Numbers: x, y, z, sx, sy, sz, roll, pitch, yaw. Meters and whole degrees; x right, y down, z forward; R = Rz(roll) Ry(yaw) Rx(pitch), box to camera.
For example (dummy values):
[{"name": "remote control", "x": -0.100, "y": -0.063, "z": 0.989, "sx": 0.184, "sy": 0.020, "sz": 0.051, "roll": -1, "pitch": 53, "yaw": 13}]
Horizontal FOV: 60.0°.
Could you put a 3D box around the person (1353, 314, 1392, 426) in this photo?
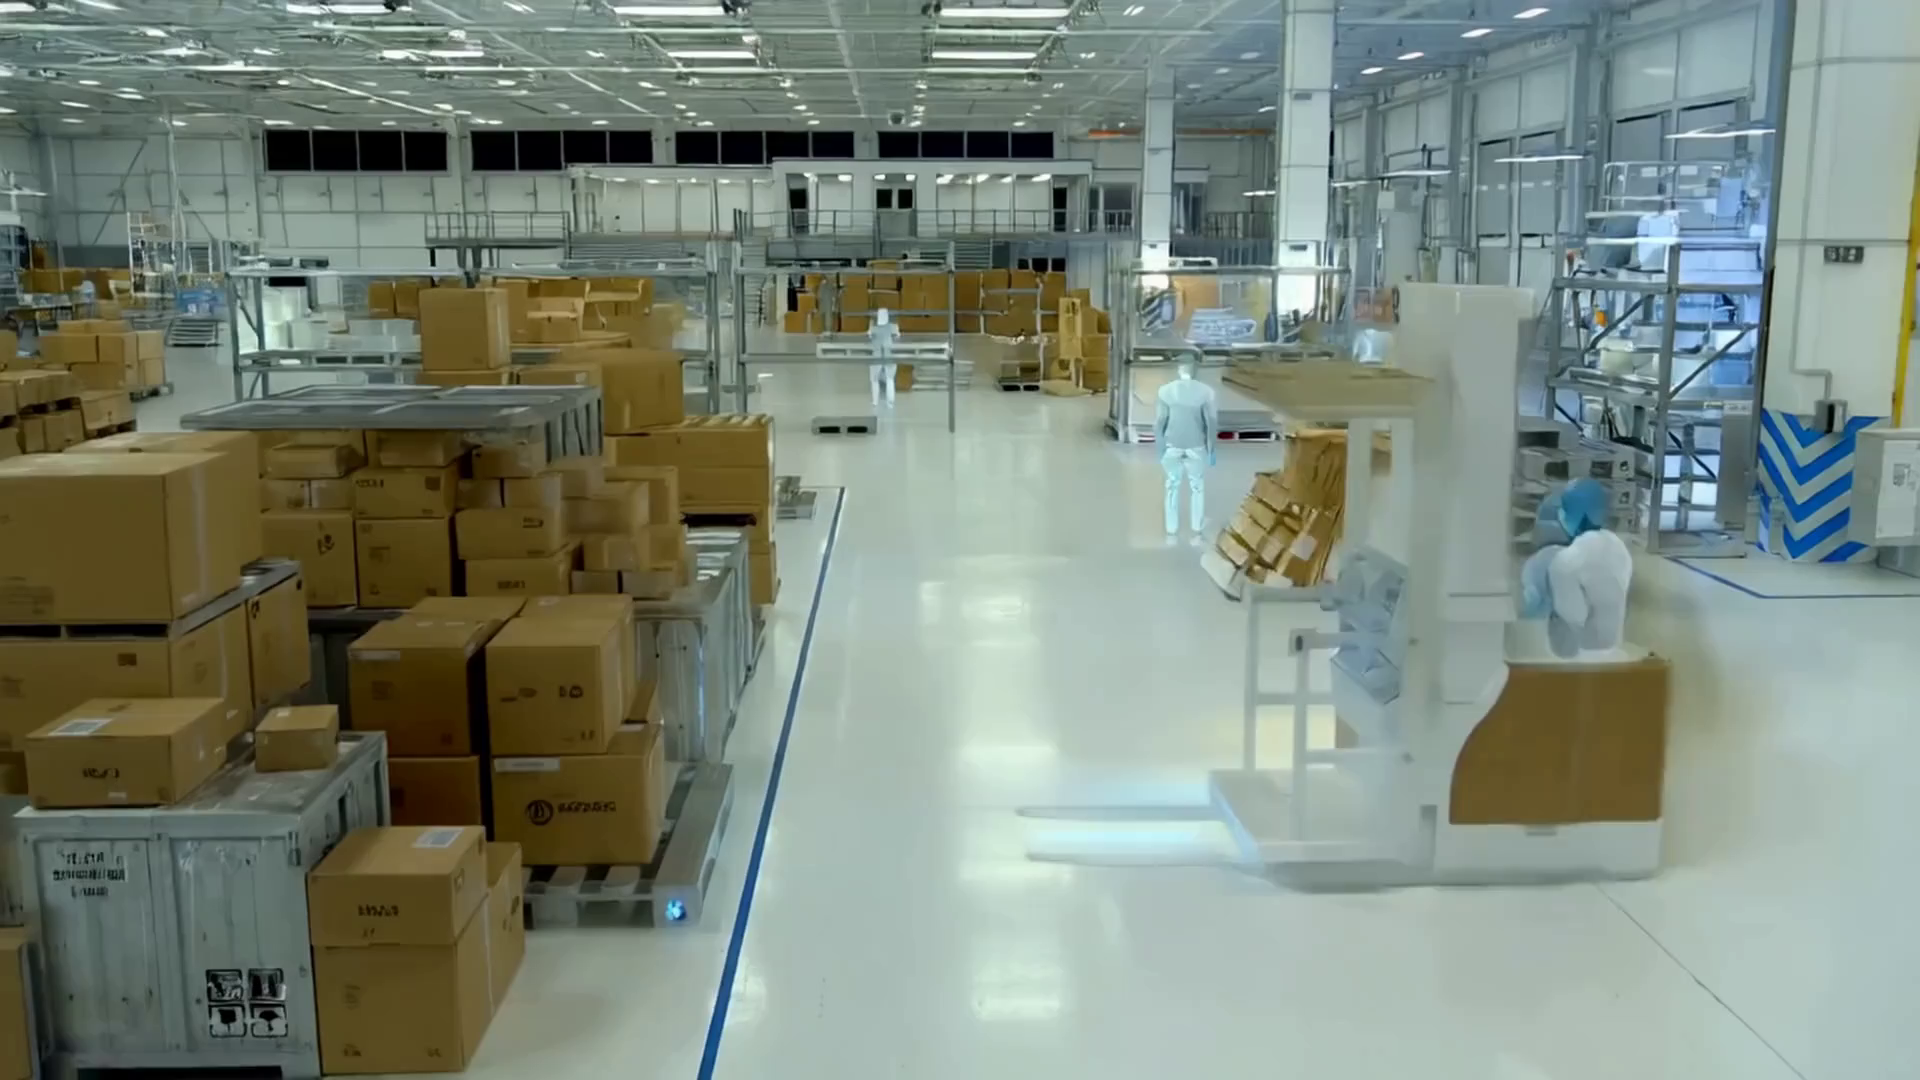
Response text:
[{"name": "person", "x": 6.855, "y": -2.818, "z": 27.601, "sx": 0.580, "sy": 1.846, "sz": 0.963, "roll": 0, "pitch": 10, "yaw": 0}]

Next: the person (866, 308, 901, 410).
[{"name": "person", "x": -1.394, "y": -3.278, "z": 30.136, "sx": 0.634, "sy": 1.841, "sz": 0.429, "roll": 1, "pitch": 10, "yaw": 4}]

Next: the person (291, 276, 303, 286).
[{"name": "person", "x": -26.158, "y": -9.653, "z": 65.599, "sx": 0.603, "sy": 1.856, "sz": 0.537, "roll": 4, "pitch": 11, "yaw": 20}]

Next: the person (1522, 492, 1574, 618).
[{"name": "person", "x": 3.243, "y": 0.599, "z": 8.926, "sx": 0.492, "sy": 1.712, "sz": 0.847, "roll": -4, "pitch": 11, "yaw": -21}]

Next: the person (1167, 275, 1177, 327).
[{"name": "person", "x": 7.532, "y": -8.610, "z": 59.426, "sx": 0.395, "sy": 1.987, "sz": 0.622, "roll": 1, "pitch": 10, "yaw": 7}]

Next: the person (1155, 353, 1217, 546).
[{"name": "person", "x": 2.256, "y": -0.901, "z": 16.639, "sx": 0.627, "sy": 1.934, "sz": 0.372, "roll": 3, "pitch": 11, "yaw": 16}]

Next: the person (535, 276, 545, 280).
[{"name": "person", "x": -15.526, "y": -9.085, "z": 61.932, "sx": 0.536, "sy": 2.000, "sz": 0.672, "roll": -6, "pitch": 12, "yaw": -31}]

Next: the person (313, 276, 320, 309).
[{"name": "person", "x": -25.273, "y": -9.574, "z": 65.454, "sx": 0.347, "sy": 1.759, "sz": 0.521, "roll": -5, "pitch": 12, "yaw": -28}]

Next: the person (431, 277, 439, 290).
[{"name": "person", "x": -16.982, "y": -7.575, "z": 53.991, "sx": 0.555, "sy": 1.885, "sz": 1.027, "roll": 7, "pitch": 12, "yaw": 33}]

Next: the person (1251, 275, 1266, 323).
[{"name": "person", "x": 11.115, "y": -9.053, "z": 62.106, "sx": 0.547, "sy": 1.912, "sz": 0.630, "roll": -7, "pitch": 12, "yaw": -33}]

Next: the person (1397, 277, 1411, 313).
[{"name": "person", "x": 14.518, "y": -7.602, "z": 54.084, "sx": 0.558, "sy": 1.900, "sz": 0.966, "roll": 3, "pitch": 11, "yaw": 18}]

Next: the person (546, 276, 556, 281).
[{"name": "person", "x": -15.539, "y": -9.270, "z": 63.400, "sx": 0.601, "sy": 1.873, "sz": 0.987, "roll": -3, "pitch": 11, "yaw": -18}]

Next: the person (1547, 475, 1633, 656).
[{"name": "person", "x": 3.050, "y": 0.650, "z": 8.050, "sx": 0.628, "sy": 1.918, "sz": 0.508, "roll": -9, "pitch": 14, "yaw": -41}]

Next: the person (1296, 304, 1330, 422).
[{"name": "person", "x": 5.969, "y": -2.972, "z": 28.004, "sx": 0.391, "sy": 1.995, "sz": 0.613, "roll": -7, "pitch": 13, "yaw": -36}]

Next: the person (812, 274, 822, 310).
[{"name": "person", "x": -5.020, "y": -8.335, "z": 58.067, "sx": 0.669, "sy": 1.925, "sz": 0.642, "roll": -4, "pitch": 11, "yaw": -23}]

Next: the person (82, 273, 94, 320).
[{"name": "person", "x": -33.184, "y": -9.234, "z": 63.271, "sx": 0.507, "sy": 1.859, "sz": 0.374, "roll": 3, "pitch": 11, "yaw": 14}]

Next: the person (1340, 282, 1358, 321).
[{"name": "person", "x": 12.447, "y": -7.402, "z": 53.348, "sx": 0.594, "sy": 1.743, "sz": 0.558, "roll": -9, "pitch": 14, "yaw": -42}]

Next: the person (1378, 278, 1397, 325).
[{"name": "person", "x": 14.434, "y": -7.933, "z": 56.169, "sx": 0.643, "sy": 1.806, "sz": 0.524, "roll": 0, "pitch": 10, "yaw": -2}]

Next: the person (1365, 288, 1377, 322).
[{"name": "person", "x": 12.214, "y": -6.632, "z": 49.263, "sx": 0.471, "sy": 1.687, "sz": 0.543, "roll": -2, "pitch": 10, "yaw": -12}]

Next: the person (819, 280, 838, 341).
[{"name": "person", "x": -4.070, "y": -7.024, "z": 51.001, "sx": 0.554, "sy": 1.838, "sz": 0.859, "roll": -3, "pitch": 11, "yaw": -16}]

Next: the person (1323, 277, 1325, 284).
[{"name": "person", "x": 12.093, "y": -7.989, "z": 56.321, "sx": 0.928, "sy": 1.864, "sz": 0.625, "roll": 5, "pitch": 11, "yaw": 26}]

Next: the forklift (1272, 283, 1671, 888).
[{"name": "forklift", "x": 2.384, "y": 0.159, "z": 8.097, "sx": 1.873, "sy": 2.768, "sz": 1.129, "roll": -1, "pitch": 10, "yaw": -3}]

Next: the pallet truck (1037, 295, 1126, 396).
[{"name": "pallet truck", "x": 2.483, "y": -3.881, "z": 33.060, "sx": 1.885, "sy": 1.965, "sz": 0.823, "roll": -7, "pitch": 13, "yaw": -36}]
